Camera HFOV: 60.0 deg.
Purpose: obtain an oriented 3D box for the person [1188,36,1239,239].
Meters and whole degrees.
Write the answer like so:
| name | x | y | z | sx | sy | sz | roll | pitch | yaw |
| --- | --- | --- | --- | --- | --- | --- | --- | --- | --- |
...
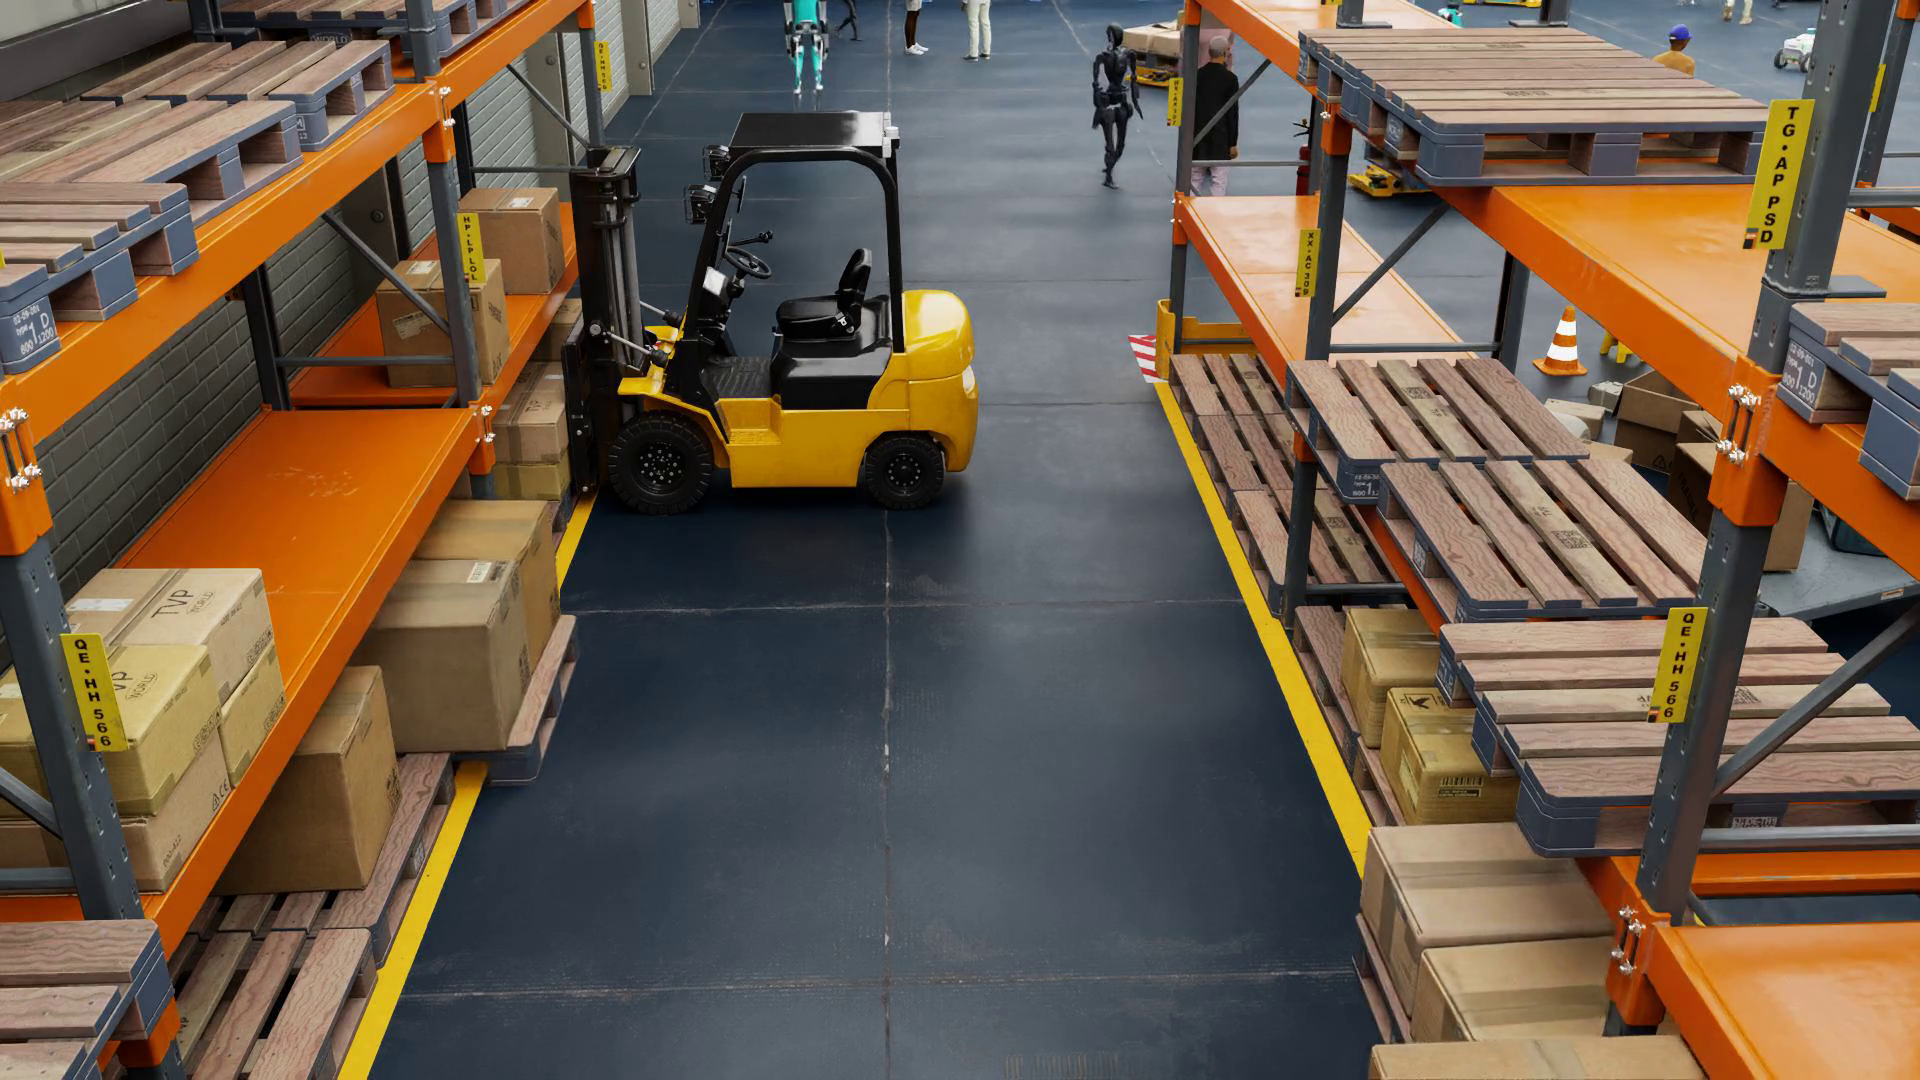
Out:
| name | x | y | z | sx | sy | sz | roll | pitch | yaw |
| --- | --- | --- | --- | --- | --- | --- | --- | --- | --- |
| person | 2.278 | -3.631 | 15.152 | 0.544 | 1.850 | 0.407 | 21 | 32 | 37 |

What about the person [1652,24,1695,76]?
| name | x | y | z | sx | sy | sz | roll | pitch | yaw |
| --- | --- | --- | --- | --- | --- | --- | --- | --- | --- |
| person | 7.071 | -4.279 | 16.670 | 0.451 | 1.715 | 0.365 | 15 | 29 | 28 |

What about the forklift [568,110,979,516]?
| name | x | y | z | sx | sy | sz | roll | pitch | yaw |
| --- | --- | --- | --- | --- | --- | --- | --- | --- | --- |
| forklift | -1.043 | -1.379 | 9.976 | 2.313 | 2.155 | 1.214 | -1 | 25 | -2 |

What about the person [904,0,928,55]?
| name | x | y | z | sx | sy | sz | roll | pitch | yaw |
| --- | --- | --- | --- | --- | --- | --- | --- | --- | --- |
| person | -0.687 | -8.257 | 24.882 | 0.359 | 1.897 | 0.555 | 5 | 26 | 11 |

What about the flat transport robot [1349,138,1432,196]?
| name | x | y | z | sx | sy | sz | roll | pitch | yaw |
| --- | --- | --- | --- | --- | --- | --- | --- | --- | --- |
| flat transport robot | 4.837 | -3.741 | 17.226 | 1.431 | 0.231 | 0.659 | -4 | 26 | -8 |

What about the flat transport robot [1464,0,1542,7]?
| name | x | y | z | sx | sy | sz | roll | pitch | yaw |
| --- | --- | --- | --- | --- | --- | --- | --- | --- | --- |
| flat transport robot | 9.805 | -9.811 | 30.079 | 1.431 | 0.231 | 0.659 | 13 | 28 | 26 |

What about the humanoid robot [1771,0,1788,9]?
| name | x | y | z | sx | sy | sz | roll | pitch | yaw |
| --- | --- | --- | --- | --- | --- | --- | --- | --- | --- |
| humanoid robot | 14.636 | -10.233 | 29.328 | 0.596 | 1.654 | 0.324 | -20 | 32 | -35 |

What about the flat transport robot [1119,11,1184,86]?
| name | x | y | z | sx | sy | sz | roll | pitch | yaw |
| --- | --- | --- | --- | --- | --- | --- | --- | --- | --- |
| flat transport robot | 2.974 | -6.495 | 23.057 | 0.659 | 0.231 | 1.431 | 23 | 34 | 40 |

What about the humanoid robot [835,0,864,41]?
| name | x | y | z | sx | sy | sz | roll | pitch | yaw |
| --- | --- | --- | --- | --- | --- | --- | --- | --- | --- |
| humanoid robot | -1.765 | -8.707 | 26.141 | 0.701 | 1.642 | 0.588 | 21 | 32 | 37 |

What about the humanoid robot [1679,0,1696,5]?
| name | x | y | z | sx | sy | sz | roll | pitch | yaw |
| --- | --- | --- | --- | --- | --- | --- | --- | --- | --- |
| humanoid robot | 13.106 | -10.367 | 29.578 | 0.552 | 1.826 | 0.681 | -2 | 25 | -3 |

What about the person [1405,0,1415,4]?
| name | x | y | z | sx | sy | sz | roll | pitch | yaw |
| --- | --- | --- | --- | --- | --- | --- | --- | --- | --- |
| person | 6.825 | -8.459 | 25.385 | 0.388 | 1.837 | 0.561 | 22 | 33 | 38 |

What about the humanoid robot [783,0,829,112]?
| name | x | y | z | sx | sy | sz | roll | pitch | yaw |
| --- | --- | --- | --- | --- | --- | --- | --- | --- | --- |
| humanoid robot | -1.841 | -5.875 | 20.046 | 0.542 | 1.814 | 0.659 | -2 | 25 | -4 |

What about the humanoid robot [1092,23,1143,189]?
| name | x | y | z | sx | sy | sz | roll | pitch | yaw |
| --- | --- | --- | --- | --- | --- | --- | --- | --- | --- |
| humanoid robot | 1.609 | -4.515 | 17.267 | 0.589 | 1.650 | 0.560 | -13 | 28 | -26 |

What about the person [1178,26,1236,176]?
| name | x | y | z | sx | sy | sz | roll | pitch | yaw |
| --- | --- | --- | --- | --- | --- | --- | --- | --- | --- |
| person | 2.589 | -4.796 | 17.507 | 0.636 | 1.938 | 0.359 | -8 | 26 | -16 |

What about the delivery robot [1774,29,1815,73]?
| name | x | y | z | sx | sy | sz | roll | pitch | yaw |
| --- | --- | --- | --- | --- | --- | --- | --- | --- | --- |
| delivery robot | 12.100 | -6.995 | 23.803 | 0.807 | 0.613 | 0.499 | -14 | 29 | -28 |

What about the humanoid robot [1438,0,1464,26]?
| name | x | y | z | sx | sy | sz | roll | pitch | yaw |
| --- | --- | --- | --- | --- | --- | --- | --- | --- | --- |
| humanoid robot | 5.639 | -5.138 | 18.517 | 0.757 | 1.814 | 0.550 | 11 | 27 | 22 |

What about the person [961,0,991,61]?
| name | x | y | z | sx | sy | sz | roll | pitch | yaw |
| --- | --- | --- | --- | --- | --- | --- | --- | --- | --- |
| person | 0.246 | -7.939 | 24.375 | 0.562 | 1.752 | 0.325 | -19 | 31 | -35 |

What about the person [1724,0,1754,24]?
| name | x | y | z | sx | sy | sz | roll | pitch | yaw |
| --- | --- | --- | --- | --- | --- | --- | --- | --- | --- |
| person | 13.053 | -9.500 | 27.540 | 0.693 | 1.876 | 0.526 | -23 | 34 | -40 |
